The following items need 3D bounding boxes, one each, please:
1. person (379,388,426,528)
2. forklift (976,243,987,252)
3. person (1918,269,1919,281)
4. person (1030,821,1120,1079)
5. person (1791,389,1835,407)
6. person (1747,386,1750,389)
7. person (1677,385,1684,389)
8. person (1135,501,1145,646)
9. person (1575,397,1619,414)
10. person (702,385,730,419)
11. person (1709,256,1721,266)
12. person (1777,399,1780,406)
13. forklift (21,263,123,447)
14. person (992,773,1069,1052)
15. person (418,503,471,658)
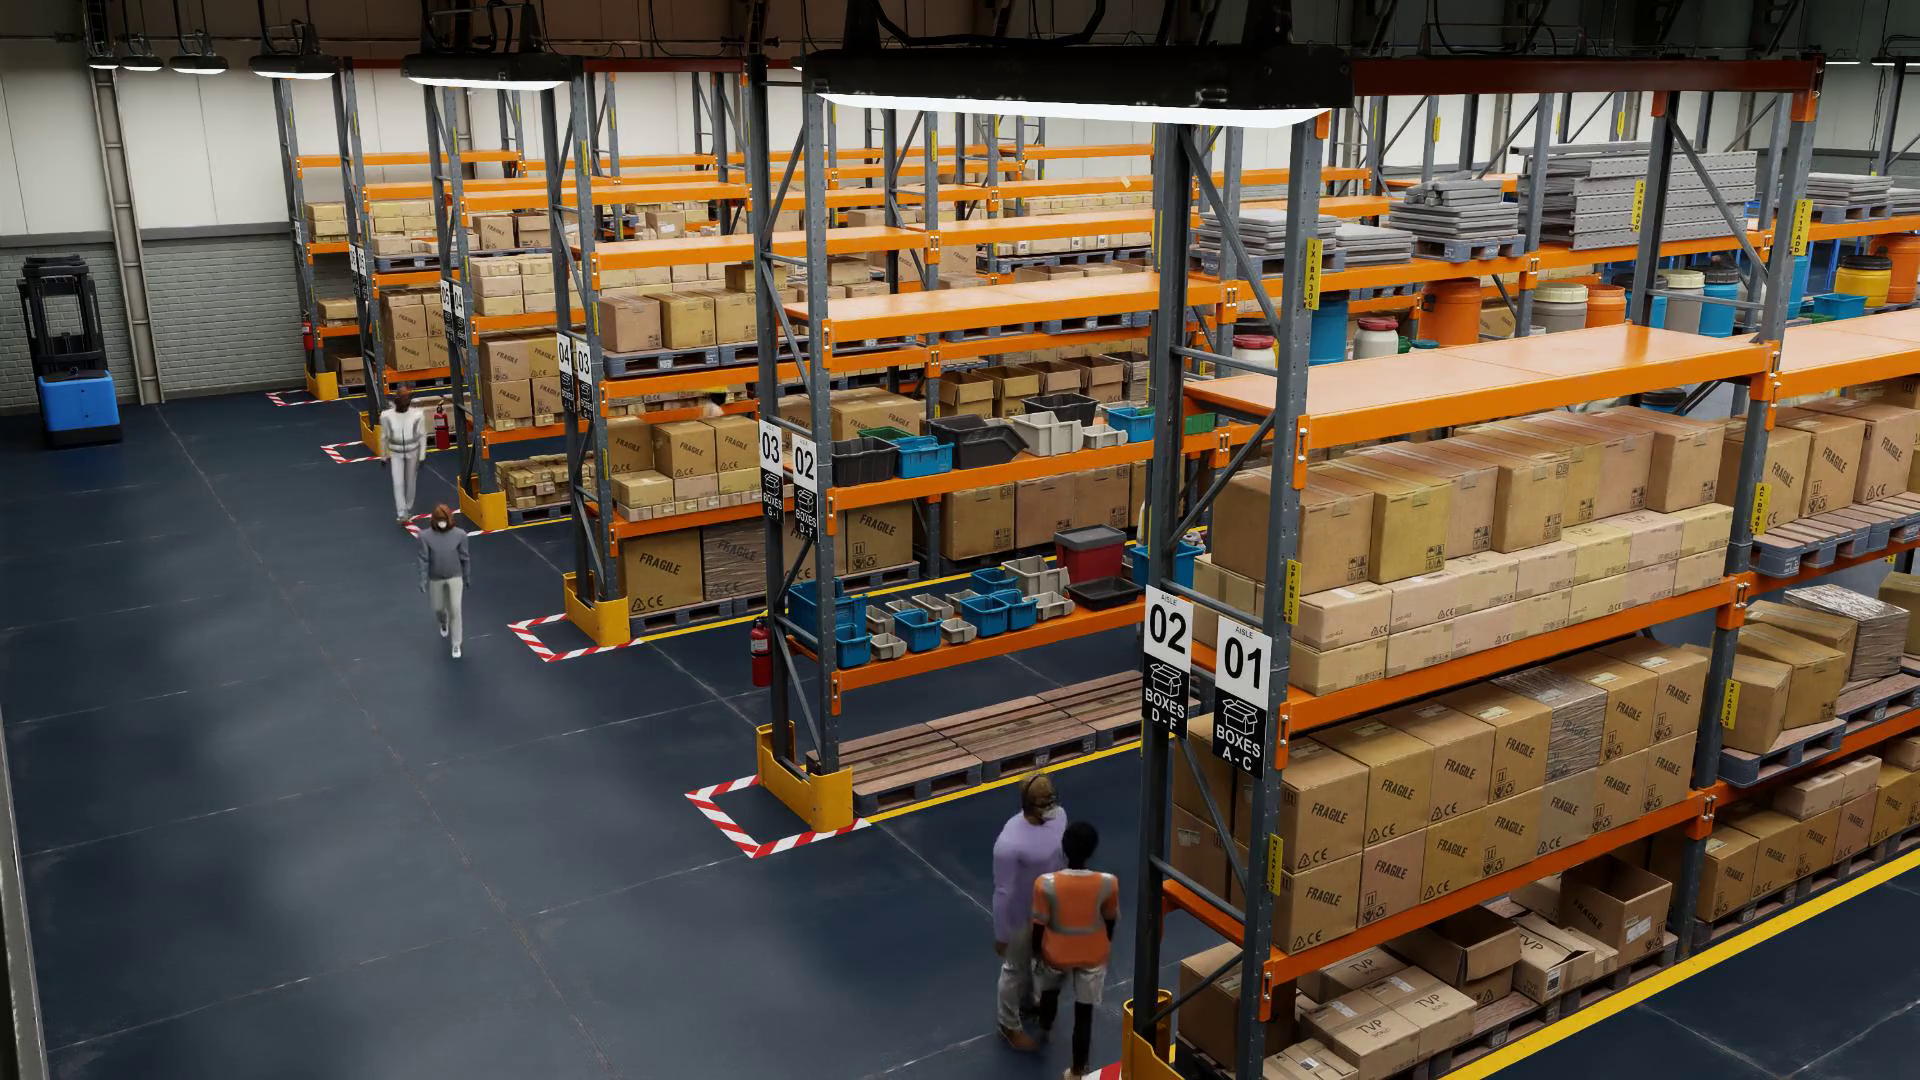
[{"bbox_3d":[-7.369,-1.105,20.923,0.597,1.834,0.935,-6,18,-20],"label":"person"},{"bbox_3d":[0.988,-5.474,34.718,1.214,2.155,2.313,-10,20,-31],"label":"forklift"},{"bbox_3d":[22.554,-6.104,37.242,0.550,1.890,0.985,-3,17,-10],"label":"person"},{"bbox_3d":[0.687,2.455,9.549,0.542,1.654,0.821,0,17,1],"label":"person"},{"bbox_3d":[12.827,-1.996,23.601,0.616,1.982,1.059,-7,18,-22],"label":"person"},{"bbox_3d":[14.945,-3.712,29.352,0.407,1.910,0.639,-6,18,-20],"label":"person"},{"bbox_3d":[12.113,-2.968,26.763,0.615,1.997,0.373,16,23,42],"label":"person"},{"bbox_3d":[2.027,0.221,16.394,0.405,1.943,0.613,-1,17,-3],"label":"person"},{"bbox_3d":[9.003,-1.532,22.258,1.042,1.893,0.627,-15,22,-40],"label":"person"},{"bbox_3d":[-3.278,-1.253,21.346,0.986,1.873,0.606,-7,18,-23],"label":"person"},{"bbox_3d":[16.744,-5.457,35.285,0.995,1.778,0.625,13,21,36],"label":"person"},{"bbox_3d":[11.795,-1.678,23.212,0.518,1.593,0.855,-8,19,-24],"label":"person"},{"bbox_3d":[-14.518,-3.079,25.708,1.129,2.768,1.873,-10,20,-31],"label":"forklift"},{"bbox_3d":[0.408,2.275,9.714,0.487,1.913,0.694,11,20,32],"label":"person"},{"bbox_3d":[-5.354,0.374,16.446,0.515,1.612,0.649,-5,18,-15],"label":"person"}]
